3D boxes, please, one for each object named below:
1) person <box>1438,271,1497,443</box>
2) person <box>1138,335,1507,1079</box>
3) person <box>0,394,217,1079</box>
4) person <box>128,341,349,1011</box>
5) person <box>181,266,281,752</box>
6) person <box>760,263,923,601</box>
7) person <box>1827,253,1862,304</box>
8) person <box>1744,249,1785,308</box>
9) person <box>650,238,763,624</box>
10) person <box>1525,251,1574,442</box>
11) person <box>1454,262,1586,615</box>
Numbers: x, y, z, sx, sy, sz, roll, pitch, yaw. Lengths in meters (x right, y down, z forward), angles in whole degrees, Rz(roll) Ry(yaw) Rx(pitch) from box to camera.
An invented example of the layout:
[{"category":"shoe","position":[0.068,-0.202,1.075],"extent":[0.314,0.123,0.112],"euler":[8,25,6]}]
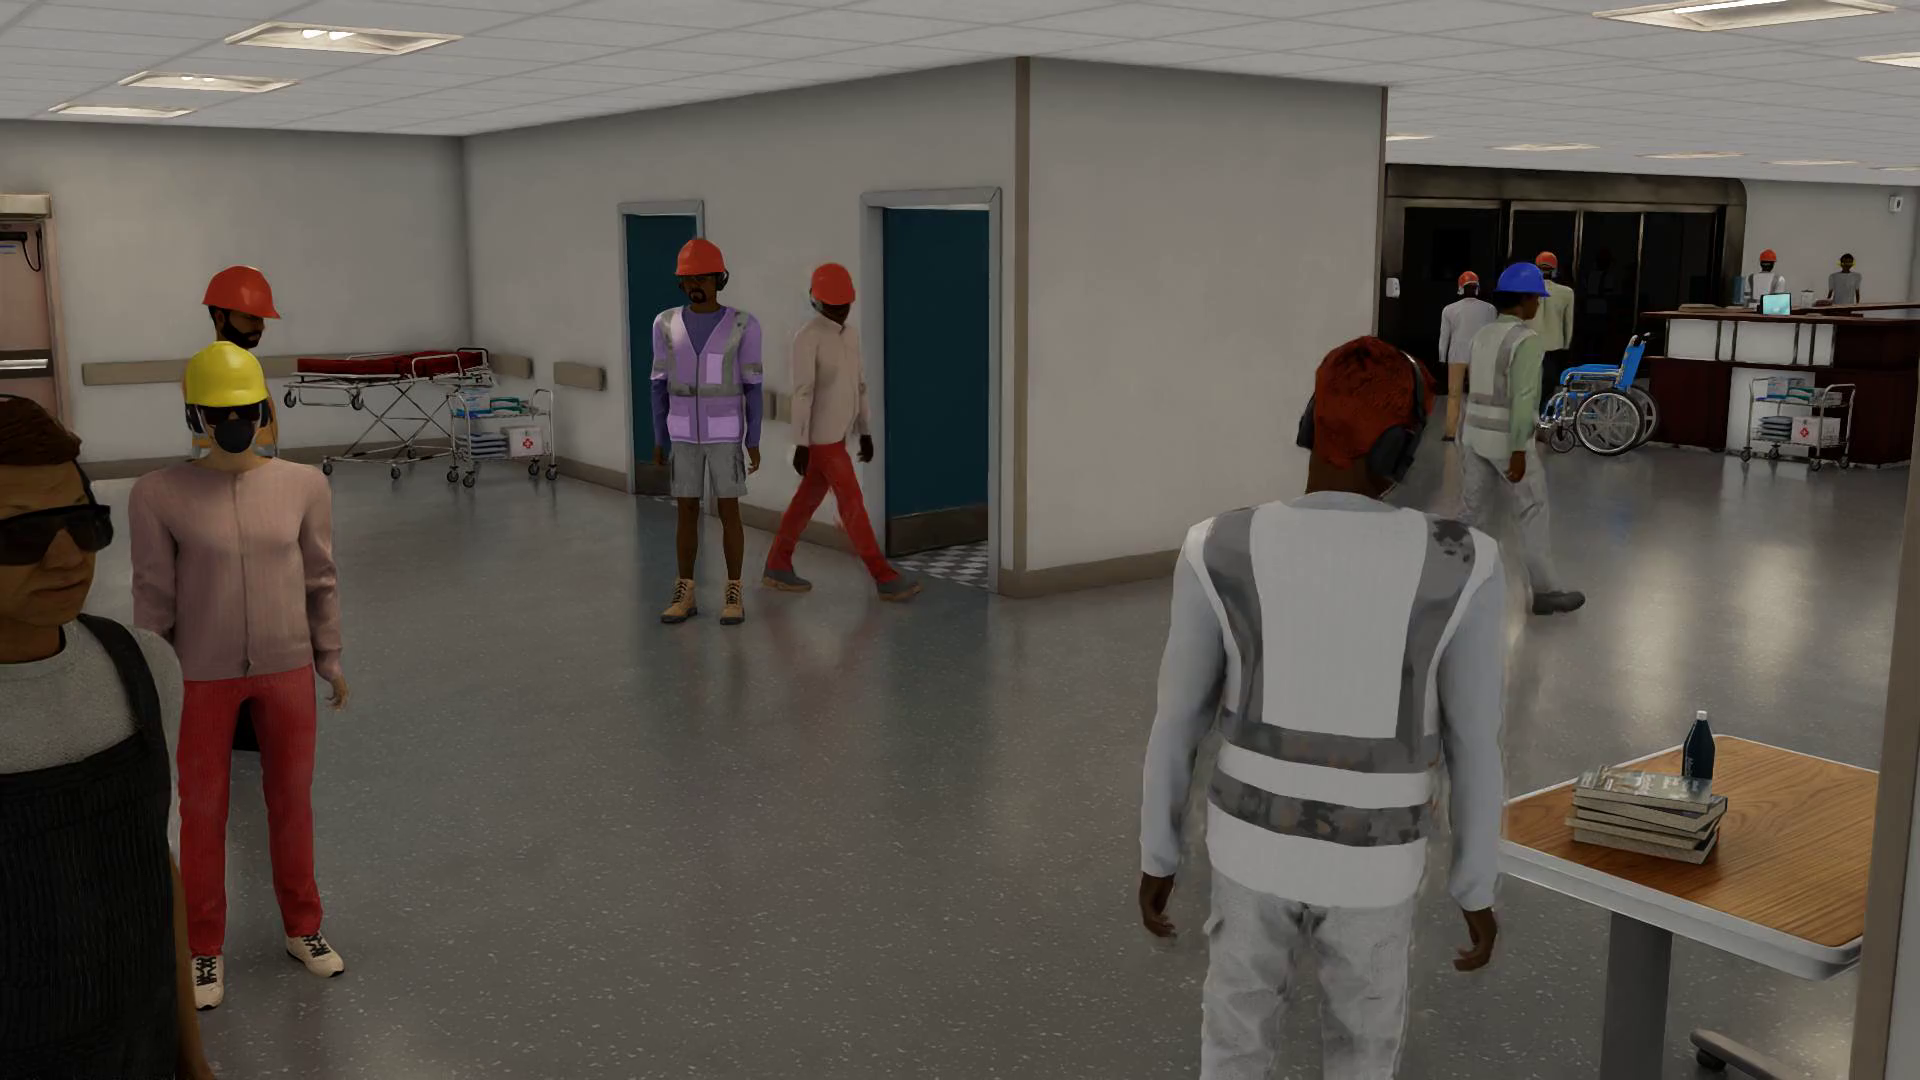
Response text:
[{"category":"person","position":[5.137,-1.852,16.885],"extent":[0.565,1.743,0.354],"euler":[1,10,5]},{"category":"person","position":[0.612,0.584,2.906],"extent":[0.647,1.864,0.537],"euler":[3,10,14]},{"category":"person","position":[-1.152,0.735,2.108],"extent":[0.346,1.845,0.505],"euler":[4,11,23]},{"category":"person","position":[-1.915,0.354,4.467],"extent":[0.523,1.769,0.315],"euler":[-7,12,-36]},{"category":"person","position":[-2.870,-0.126,6.697],"extent":[0.376,1.931,0.542],"euler":[-1,10,-5]},{"category":"person","position":[-0.719,-0.606,9.450],"extent":[1.047,1.914,0.649],"euler":[4,11,19]},{"category":"person","position":[14.570,-3.792,27.456],"extent":[0.498,1.860,0.328],"euler":[3,11,18]},{"category":"person","position":[11.683,-3.247,24.191],"extent":[0.546,1.930,0.388],"euler":[9,13,40]},{"category":"person","position":[-1.347,-0.562,8.825],"extent":[0.605,2.045,0.377],"euler":[1,10,7]},{"category":"person","position":[6.000,-2.000,17.164],"extent":[0.598,1.950,1.005],"euler":[4,11,23]},{"category":"person","position":[3.062,-0.541,9.051],"extent":[0.864,1.910,0.628],"euler":[-2,10,-14]}]
